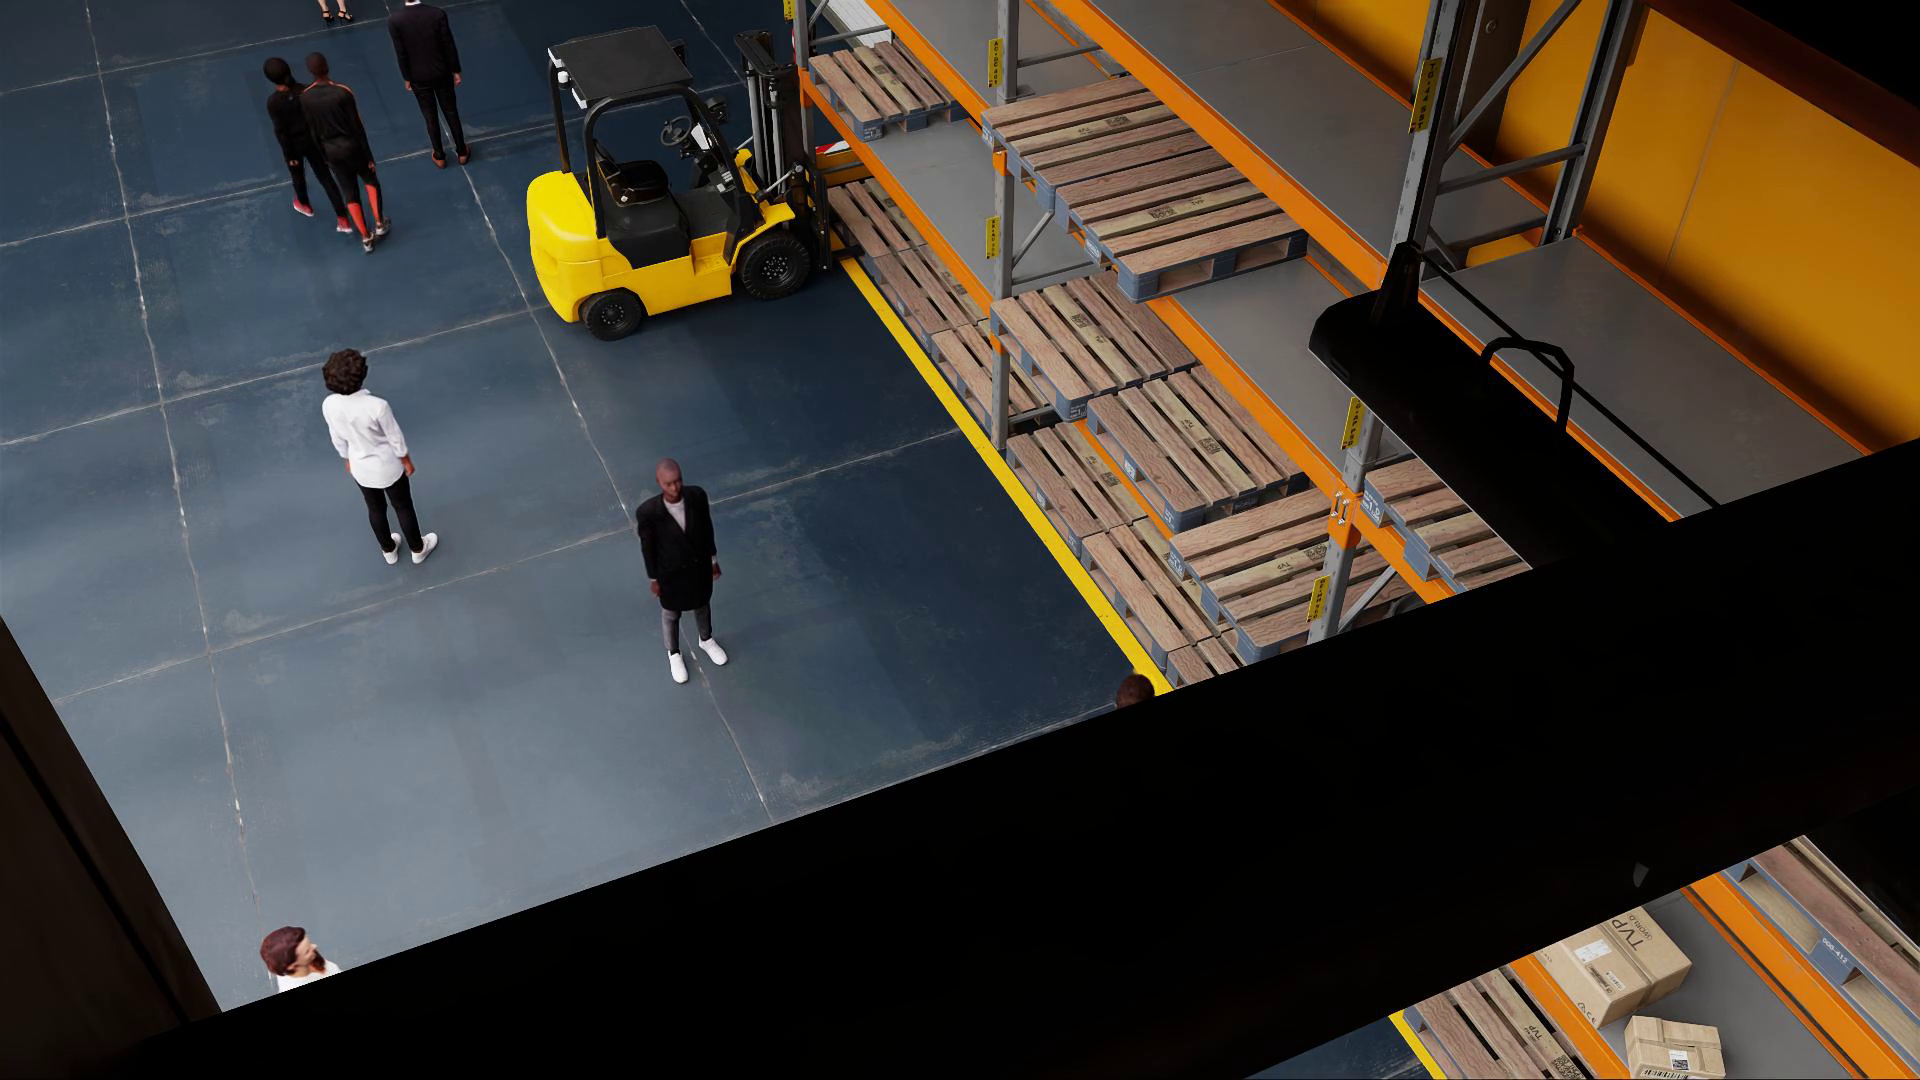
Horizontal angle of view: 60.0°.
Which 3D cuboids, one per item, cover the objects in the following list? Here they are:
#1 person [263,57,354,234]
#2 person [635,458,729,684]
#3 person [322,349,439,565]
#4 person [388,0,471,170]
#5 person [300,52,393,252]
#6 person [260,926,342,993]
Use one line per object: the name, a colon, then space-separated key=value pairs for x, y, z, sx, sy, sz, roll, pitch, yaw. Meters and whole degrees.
person: x=-5.713 y=-3.437 z=14.606 sx=0.814 sy=1.639 sz=1.165 roll=-32 pitch=52 yaw=-29
person: x=-1.798 y=0.162 z=10.740 sx=0.664 sy=1.761 sz=0.582 roll=-23 pitch=48 yaw=-22
person: x=-4.026 y=-0.552 z=11.454 sx=0.724 sy=1.810 sz=0.732 roll=2 pitch=44 yaw=2
person: x=-4.900 y=-4.326 z=15.362 sx=0.704 sy=1.884 sz=0.558 roll=-15 pitch=46 yaw=-15
person: x=-5.327 y=-3.292 z=14.345 sx=0.753 sy=1.790 sz=0.794 roll=-3 pitch=44 yaw=-3
person: x=-3.134 y=2.493 z=8.269 sx=0.683 sy=1.795 sz=0.482 roll=-22 pitch=48 yaw=-21
